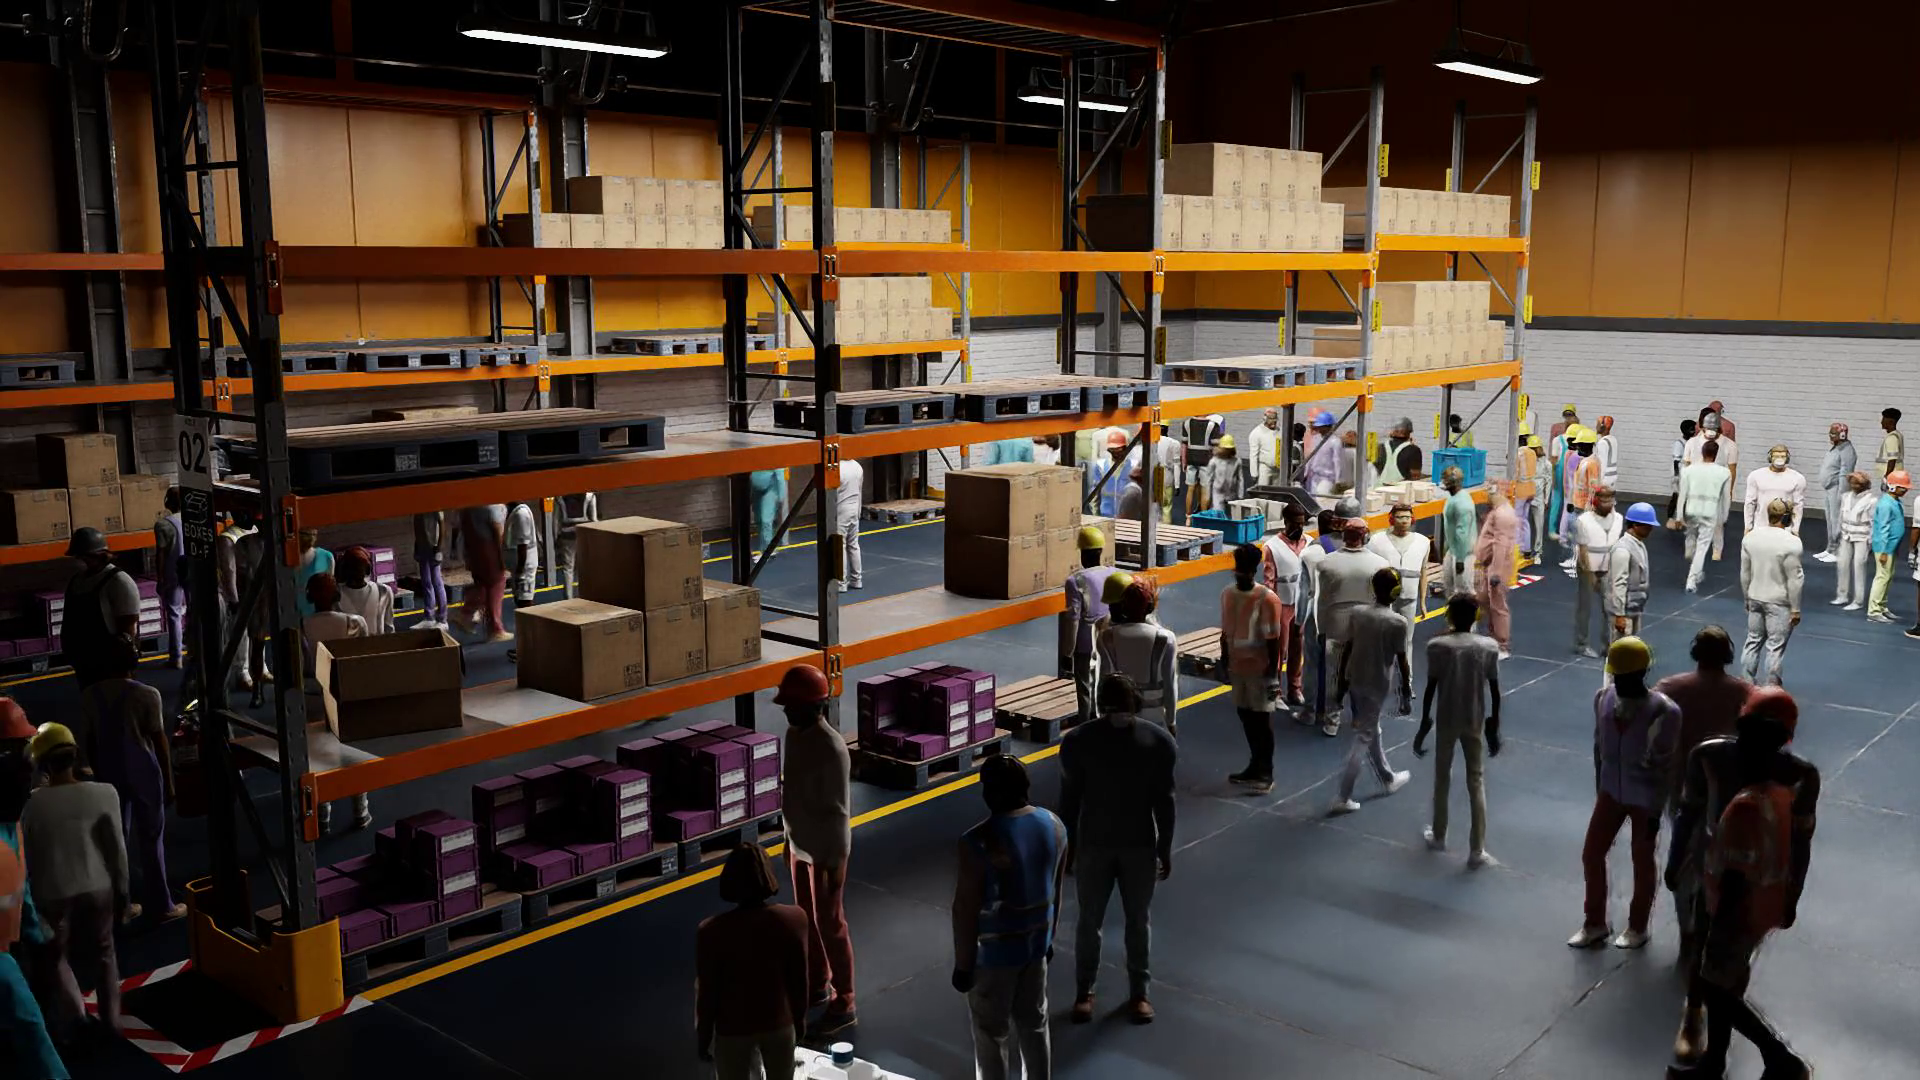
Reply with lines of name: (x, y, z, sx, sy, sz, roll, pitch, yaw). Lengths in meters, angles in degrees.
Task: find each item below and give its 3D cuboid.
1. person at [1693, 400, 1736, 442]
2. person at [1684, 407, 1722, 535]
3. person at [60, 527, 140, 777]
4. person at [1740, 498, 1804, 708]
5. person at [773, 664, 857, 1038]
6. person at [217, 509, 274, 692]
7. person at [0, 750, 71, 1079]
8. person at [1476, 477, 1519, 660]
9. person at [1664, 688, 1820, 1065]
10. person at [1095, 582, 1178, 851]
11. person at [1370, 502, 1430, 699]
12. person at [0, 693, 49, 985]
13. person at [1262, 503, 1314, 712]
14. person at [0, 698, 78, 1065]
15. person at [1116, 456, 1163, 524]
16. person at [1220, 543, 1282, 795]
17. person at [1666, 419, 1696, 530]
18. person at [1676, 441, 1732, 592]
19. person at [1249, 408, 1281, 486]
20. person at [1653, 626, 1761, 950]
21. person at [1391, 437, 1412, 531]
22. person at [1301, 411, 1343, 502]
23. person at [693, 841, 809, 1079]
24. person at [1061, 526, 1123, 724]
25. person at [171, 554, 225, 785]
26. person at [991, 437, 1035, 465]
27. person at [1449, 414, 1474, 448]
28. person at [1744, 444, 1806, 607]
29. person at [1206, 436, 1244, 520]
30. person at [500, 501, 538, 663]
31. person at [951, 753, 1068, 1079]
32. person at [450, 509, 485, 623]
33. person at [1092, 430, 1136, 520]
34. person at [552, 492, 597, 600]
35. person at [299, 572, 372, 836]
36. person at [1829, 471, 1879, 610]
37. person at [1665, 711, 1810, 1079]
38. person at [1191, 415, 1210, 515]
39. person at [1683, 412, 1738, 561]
person: (11.793, -1.231, 26.040, 0.638, 1.908, 0.409, 6, 11, 33)
person: (11.068, -1.013, 24.689, 0.592, 1.922, 0.392, -9, 13, -44)
person: (-6.736, 0.885, 13.002, 0.684, 2.000, 0.537, 5, 11, 25)
person: (7.385, 0.578, 15.139, 0.371, 1.940, 0.627, -4, 10, -22)
person: (-0.785, 1.620, 8.791, 0.411, 1.986, 0.617, -6, 11, -30)
person: (-6.755, 0.511, 15.829, 0.429, 1.842, 0.634, 2, 10, 10)
person: (-4.443, 1.883, 7.619, 1.009, 1.856, 0.640, -3, 10, -17)
person: (5.486, 0.310, 17.002, 0.416, 1.876, 0.686, 2, 10, 13)
person: (3.886, 1.692, 8.322, 0.674, 1.998, 0.563, 5, 11, 26)
person: (1.217, 1.218, 11.507, 0.575, 1.880, 0.358, 3, 10, 16)
person: (4.075, 0.559, 15.518, 0.565, 1.850, 0.390, 0, 10, 3)
person: (-5.077, 1.692, 8.838, 0.505, 1.823, 0.407, -2, 10, -10)
person: (2.977, 0.599, 15.115, 0.599, 1.909, 0.398, -6, 11, -33)
person: (-4.713, 1.718, 8.381, 0.578, 1.919, 0.571, -5, 11, -29)
person: (1.937, 0.056, 17.951, 0.546, 2.000, 0.744, 3, 10, 15)
person: (2.235, 0.975, 12.750, 0.416, 1.946, 0.680, -6, 11, -32)
person: (10.980, -0.992, 25.250, 0.530, 1.690, 0.319, -7, 12, -37)
person: (9.218, -0.298, 20.640, 0.582, 1.872, 1.027, 8, 12, 40)
person: (4.631, -1.037, 24.926, 0.658, 1.893, 0.400, -5, 11, -30)
person: (4.493, 1.444, 10.038, 0.641, 1.903, 0.955, 5, 11, 26)
person: (6.229, -0.682, 23.576, 0.322, 1.630, 0.520, 5, 11, 29)
person: (5.275, -0.908, 24.053, 0.812, 1.921, 0.612, -4, 10, -23)
person: (-0.881, 2.083, 7.090, 0.502, 1.627, 0.277, -4, 10, -23)
person: (1.079, 0.843, 13.582, 0.587, 1.929, 0.360, -6, 11, -34)
person: (-5.940, 1.015, 12.814, 0.638, 1.840, 0.515, -7, 12, -35)
person: (0.692, -0.817, 23.488, 0.744, 1.947, 0.485, 5, 11, 27)
person: (7.982, -1.197, 26.589, 0.678, 1.662, 0.403, -1, 10, -5)
person: (9.536, -0.156, 19.520, 0.630, 1.940, 0.372, 4, 10, 24)
person: (3.646, -0.595, 22.866, 0.493, 1.696, 0.903, -2, 10, -11)
person: (-4.495, 0.266, 16.960, 0.376, 1.958, 0.609, -4, 10, -21)
person: (0.208, 1.882, 7.687, 0.619, 1.836, 0.430, -8, 13, -41)
person: (-5.501, 0.112, 18.713, 0.548, 1.664, 0.765, 2, 10, 14)
person: (1.901, -0.318, 20.177, 0.612, 2.041, 0.394, 2, 10, 13)
person: (-4.525, -0.014, 19.587, 0.543, 1.631, 0.335, -2, 10, -10)
person: (-4.479, 1.159, 11.835, 0.579, 1.881, 0.342, -4, 10, -23)
person: (10.501, 0.004, 19.475, 0.352, 1.631, 0.539, -2, 10, -13)
person: (3.783, 1.791, 7.980, 0.623, 1.919, 0.685, 7, 12, 37)
person: (3.804, -1.299, 26.383, 0.386, 1.929, 0.543, -4, 10, -21)
person: (10.201, -0.739, 22.695, 0.680, 2.000, 0.535, 6, 11, 34)
